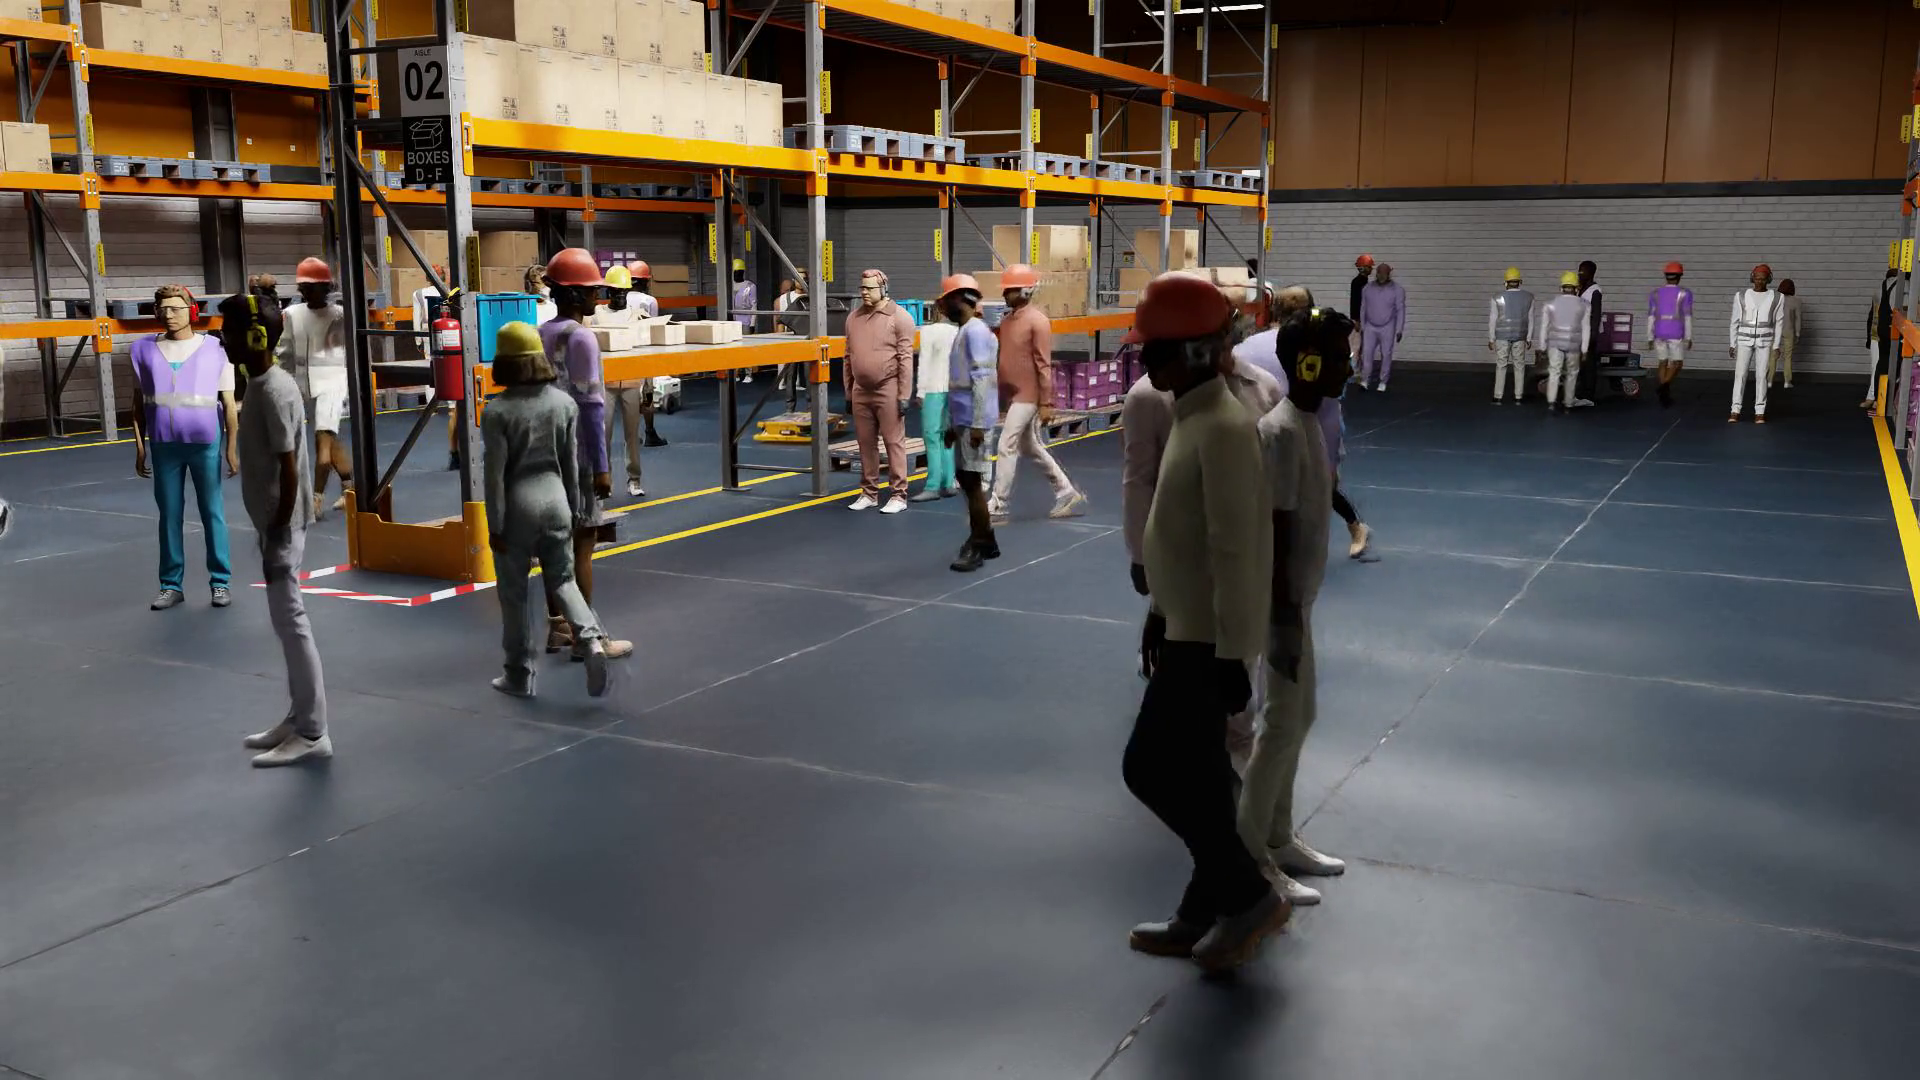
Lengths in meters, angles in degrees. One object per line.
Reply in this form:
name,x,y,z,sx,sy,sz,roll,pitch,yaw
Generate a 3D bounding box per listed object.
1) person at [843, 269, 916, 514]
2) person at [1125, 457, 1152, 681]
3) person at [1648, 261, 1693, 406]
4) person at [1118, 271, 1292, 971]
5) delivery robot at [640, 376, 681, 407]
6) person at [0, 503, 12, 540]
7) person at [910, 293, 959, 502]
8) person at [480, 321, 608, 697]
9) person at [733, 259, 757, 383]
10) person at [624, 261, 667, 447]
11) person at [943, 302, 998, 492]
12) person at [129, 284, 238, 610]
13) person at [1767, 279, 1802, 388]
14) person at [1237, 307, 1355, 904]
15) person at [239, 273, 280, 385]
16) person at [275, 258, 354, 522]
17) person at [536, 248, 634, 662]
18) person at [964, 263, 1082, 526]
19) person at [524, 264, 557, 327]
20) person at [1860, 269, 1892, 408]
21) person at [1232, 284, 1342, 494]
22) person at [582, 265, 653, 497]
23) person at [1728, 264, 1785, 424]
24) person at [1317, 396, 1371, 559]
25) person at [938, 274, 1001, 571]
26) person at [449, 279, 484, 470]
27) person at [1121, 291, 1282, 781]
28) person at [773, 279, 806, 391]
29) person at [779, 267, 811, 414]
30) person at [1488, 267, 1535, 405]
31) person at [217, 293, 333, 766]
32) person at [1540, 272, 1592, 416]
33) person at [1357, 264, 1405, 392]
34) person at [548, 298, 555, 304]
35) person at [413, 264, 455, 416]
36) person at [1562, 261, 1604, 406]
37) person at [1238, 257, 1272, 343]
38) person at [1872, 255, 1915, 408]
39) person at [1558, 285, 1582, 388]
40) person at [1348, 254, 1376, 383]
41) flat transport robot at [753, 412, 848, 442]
person,-0.651,-1.151,12.969,0.638,1.900,0.401,6,11,30
person,1.006,-0.098,7.536,0.560,1.662,0.720,2,10,12
person,9.326,-2.706,21.882,0.575,1.924,0.565,9,14,43
person,0.649,0.242,4.667,0.439,1.971,0.611,1,10,7
delivery robot,-3.796,-1.920,21.018,0.477,0.478,0.707,2,10,11
person,-6.755,-0.804,11.162,0.615,1.820,0.467,3,10,18
person,-0.195,-1.180,13.663,0.270,1.716,0.676,8,13,39
person,-1.888,-0.117,7.443,0.492,1.720,0.681,-9,14,-43
person,-3.427,-3.401,25.892,0.587,1.927,0.367,5,11,25
person,-3.345,-1.940,17.402,0.546,1.938,0.360,4,11,23
person,0.099,-1.215,14.077,0.514,1.636,0.315,6,11,31
person,-4.415,-0.529,9.509,0.563,1.843,0.390,-2,10,-12
person,12.338,-3.091,24.945,0.507,1.631,0.265,7,12,34
person,1.043,0.209,5.197,0.355,1.862,0.538,3,10,17
person,-6.451,-1.547,15.449,0.431,1.836,0.633,-1,10,-4
person,-4.905,-1.157,12.761,0.614,1.993,1.070,2,10,13
person,-1.910,-0.421,8.304,0.390,2.045,0.607,-7,12,-36
person,0.500,-1.088,12.439,0.996,1.956,0.634,-5,11,-25
person,-3.330,-1.199,13.158,0.479,1.942,0.639,6,11,31
person,12.075,-2.613,21.600,0.429,1.838,0.621,-7,12,-35
person,1.696,-0.447,9.026,0.641,1.869,1.056,7,12,34
person,-2.827,-1.308,13.814,0.589,1.922,0.390,-4,10,-21
person,9.457,-2.325,19.781,0.573,1.887,0.356,5,11,26
person,2.391,-0.683,10.890,0.537,1.670,0.552,-3,10,-19
person,0.088,-0.757,10.734,0.401,1.885,0.656,-2,10,-12
person,-4.560,-1.595,15.409,0.373,1.936,0.551,-10,14,-44
person,0.930,0.013,6.256,0.652,1.899,0.399,-3,10,-15
person,-2.508,-3.004,24.427,0.523,1.638,0.310,6,11,30
person,-1.933,-2.367,20.138,0.513,1.846,0.334,0,10,-3
person,7.328,-2.707,22.140,0.590,1.837,0.404,1,10,4
person,-2.726,-0.039,6.610,0.311,1.865,0.532,-4,11,-24
person,7.531,-2.440,20.715,0.602,1.795,0.894,5,11,27
person,6.069,-3.046,24.049,0.672,1.850,1.022,5,11,25
person,-4.781,-2.399,20.060,0.402,1.937,0.604,-3,10,-17
person,-6.494,-2.485,20.722,0.586,1.880,0.343,-1,10,-6
person,8.304,-2.734,22.058,0.388,1.919,0.593,0,10,-2
person,4.575,-3.443,26.054,0.628,1.950,0.593,0,10,0
person,12.135,-2.689,21.442,0.538,2.000,0.686,-1,10,-7
person,9.209,-3.108,25.046,0.274,1.632,0.507,-4,11,-23
person,6.266,-3.445,25.949,0.379,1.996,0.609,5,11,27
flat transport robot,-1.724,-1.242,18.182,0.652,0.197,1.431,2,10,11
